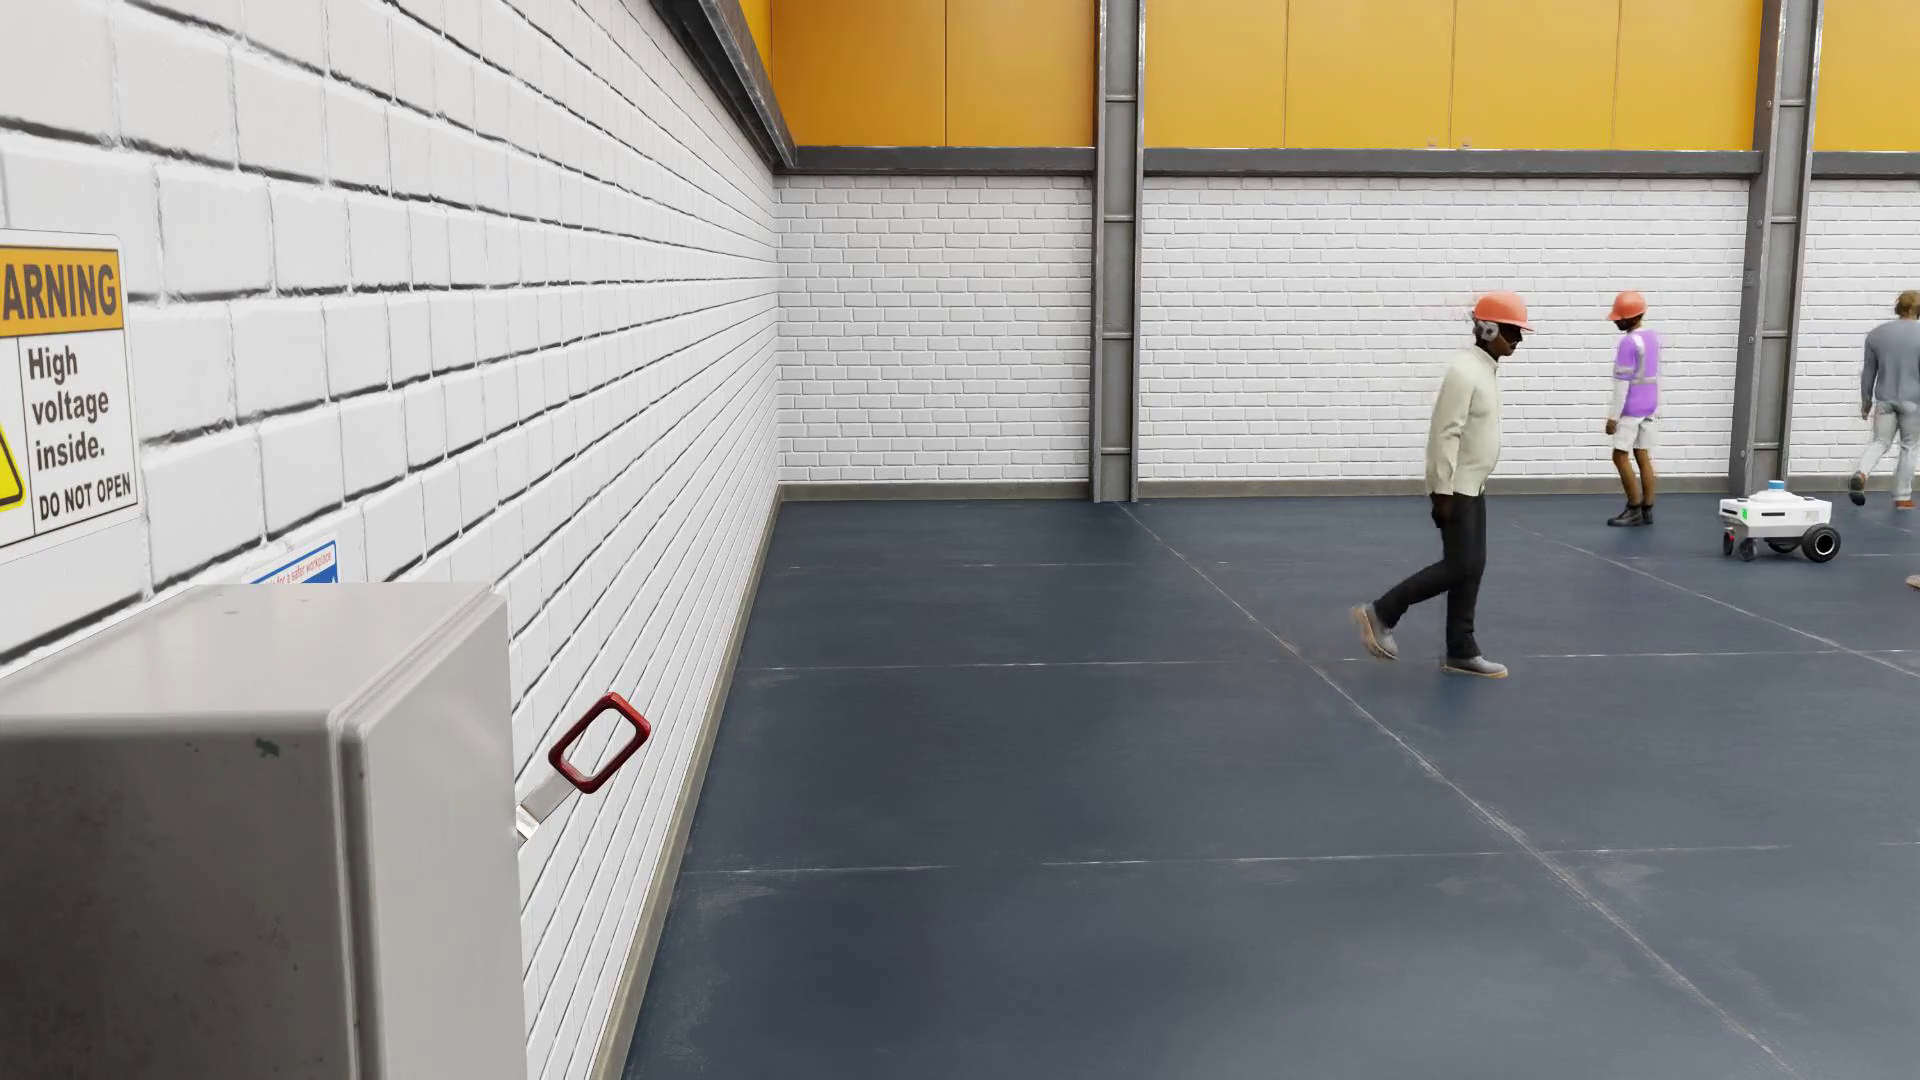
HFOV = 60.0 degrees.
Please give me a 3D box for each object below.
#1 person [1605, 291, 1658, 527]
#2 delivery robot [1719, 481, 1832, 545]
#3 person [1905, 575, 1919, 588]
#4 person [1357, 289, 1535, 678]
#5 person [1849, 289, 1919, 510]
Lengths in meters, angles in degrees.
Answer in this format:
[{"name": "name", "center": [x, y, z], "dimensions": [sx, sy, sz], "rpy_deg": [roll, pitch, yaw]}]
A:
[{"name": "person", "center": [5.455, -1.052, 13.433], "dimensions": [0.348, 1.899, 0.701], "rpy_deg": [9, 13, 44]}, {"name": "delivery robot", "center": [5.799, -0.180, 11.843], "dimensions": [0.707, 0.478, 0.477], "rpy_deg": [-1, 9, -8]}, {"name": "person", "center": [6.638, -0.595, 10.436], "dimensions": [0.984, 1.949, 0.639], "rpy_deg": [2, 9, 13]}, {"name": "person", "center": [2.469, -0.277, 8.362], "dimensions": [0.707, 1.961, 0.624], "rpy_deg": [5, 10, 28]}, {"name": "person", "center": [7.970, -1.180, 14.182], "dimensions": [0.746, 1.916, 0.635], "rpy_deg": [-7, 11, -37]}]
